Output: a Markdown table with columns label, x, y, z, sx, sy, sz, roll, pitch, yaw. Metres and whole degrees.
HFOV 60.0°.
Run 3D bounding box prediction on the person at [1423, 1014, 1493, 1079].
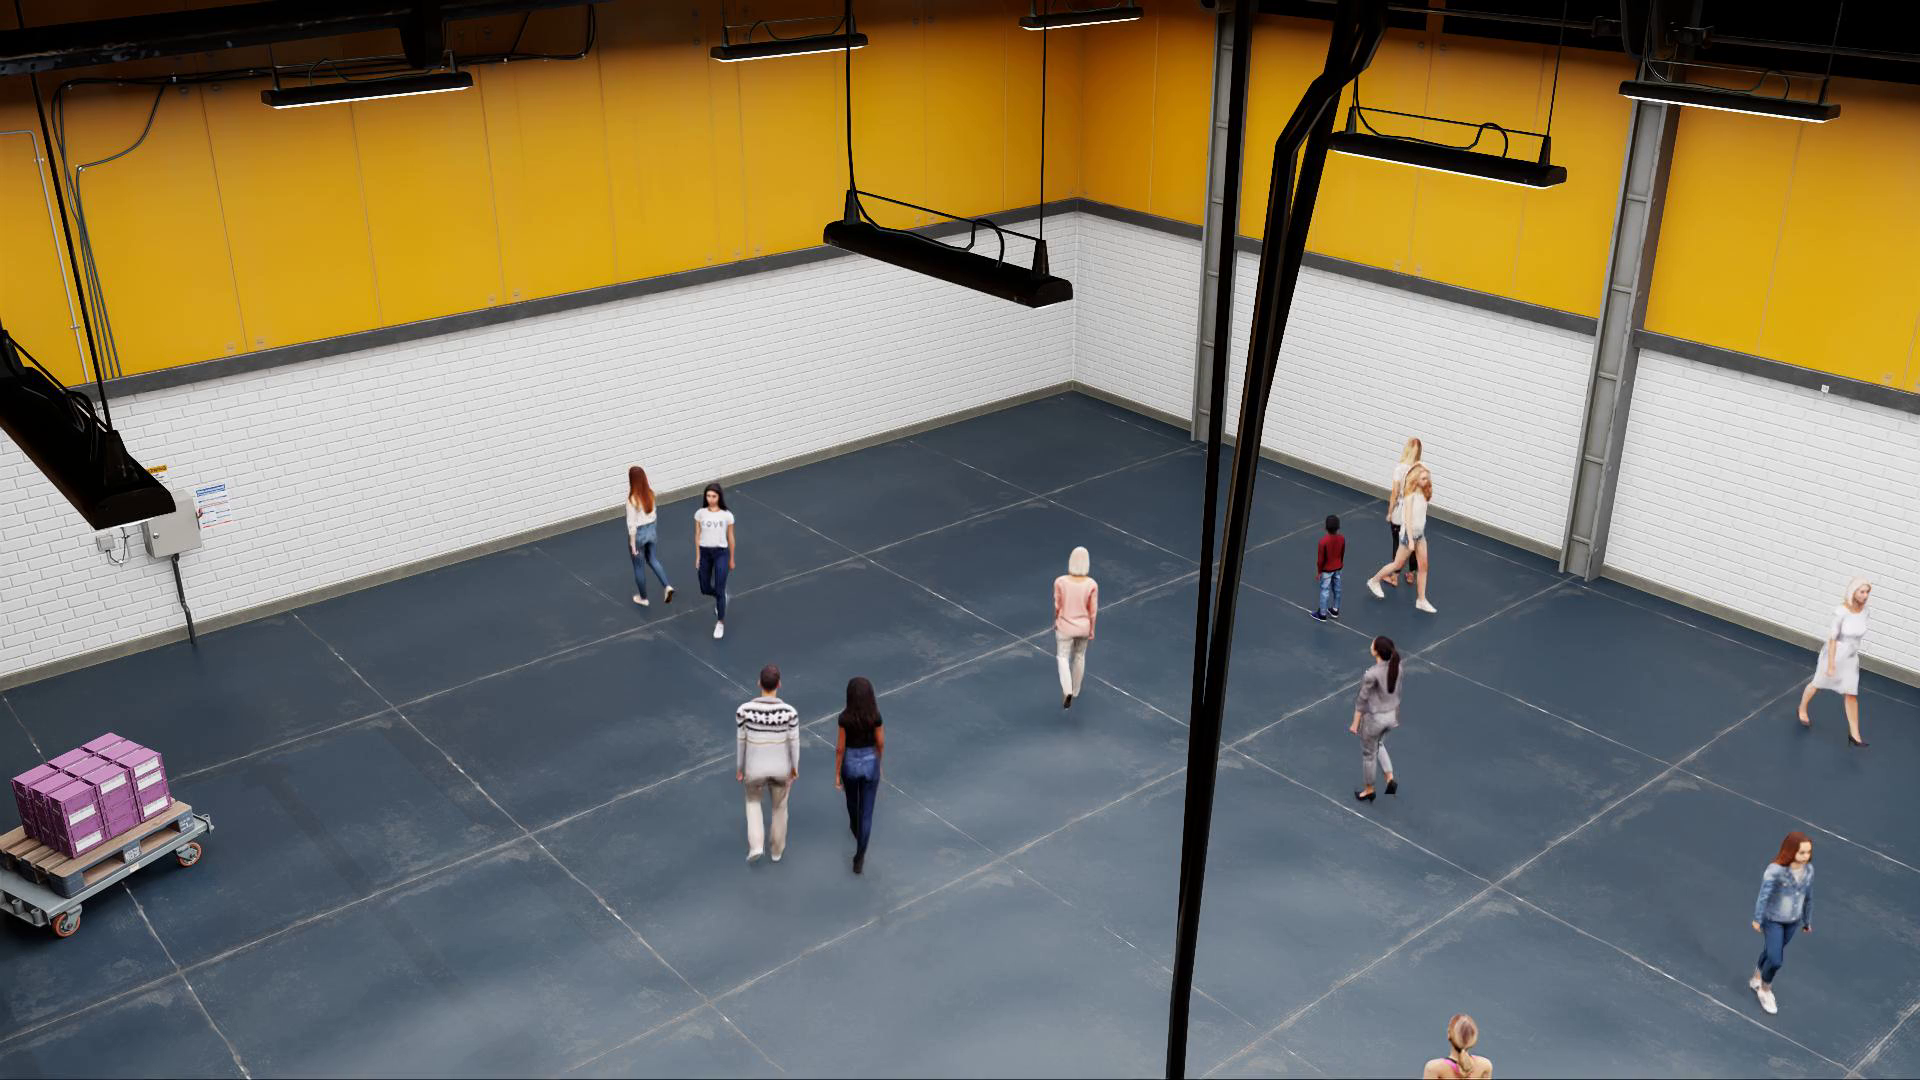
| label | x | y | z | sx | sy | sz | roll | pitch | yaw |
| --- | --- | --- | --- | --- | --- | --- | --- | --- | --- |
| person | 3.023 | 3.677 | 10.276 | 0.683 | 1.788 | 0.693 | -3 | 24 | -8 |

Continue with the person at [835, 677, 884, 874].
| label | x | y | z | sx | sy | sz | roll | pitch | yaw |
| --- | --- | --- | --- | --- | --- | --- | --- | --- | --- |
| person | -0.831 | 2.042 | 14.132 | 0.928 | 1.694 | 1.079 | -3 | 24 | -7 |

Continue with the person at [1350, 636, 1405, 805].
| label | x | y | z | sx | sy | sz | roll | pitch | yaw |
| --- | --- | --- | --- | --- | --- | --- | --- | --- | --- |
| person | 3.822 | 1.677 | 15.001 | 0.648 | 1.668 | 0.685 | -15 | 28 | -31 |

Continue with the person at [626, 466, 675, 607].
| label | x | y | z | sx | sy | sz | roll | pitch | yaw |
| --- | --- | --- | --- | --- | --- | --- | --- | --- | --- |
| person | -3.519 | -0.011 | 18.803 | 0.879 | 1.715 | 0.645 | 20 | 30 | 38 |

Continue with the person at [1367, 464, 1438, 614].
| label | x | y | z | sx | sy | sz | roll | pitch | yaw |
| --- | --- | --- | --- | --- | --- | --- | --- | --- | --- |
| person | 5.015 | -0.036 | 18.851 | 1.104 | 1.723 | 0.637 | 22 | 32 | 40 |

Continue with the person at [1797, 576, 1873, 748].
| label | x | y | z | sx | sy | sz | roll | pitch | yaw |
| --- | --- | --- | --- | --- | --- | --- | --- | --- | --- |
| person | 8.504 | 1.125 | 16.216 | 0.905 | 1.705 | 1.152 | -6 | 24 | -13 |

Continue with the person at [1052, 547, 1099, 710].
| label | x | y | z | sx | sy | sz | roll | pitch | yaw |
| --- | --- | --- | --- | --- | --- | --- | --- | --- | --- |
| person | 1.137 | 0.906 | 16.712 | 0.937 | 1.709 | 1.019 | 1 | 24 | 2 |

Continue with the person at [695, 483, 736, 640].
| label | x | y | z | sx | sy | sz | roll | pitch | yaw |
| --- | --- | --- | --- | --- | --- | --- | --- | --- | --- |
| person | -2.684 | 0.181 | 18.309 | 0.898 | 1.760 | 0.958 | 2 | 24 | 5 |

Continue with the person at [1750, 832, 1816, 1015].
| label | x | y | z | sx | sy | sz | roll | pitch | yaw |
| --- | --- | --- | --- | --- | --- | --- | --- | --- | --- |
| person | 6.181 | 2.825 | 12.621 | 0.694 | 1.470 | 0.729 | -6 | 24 | -14 |

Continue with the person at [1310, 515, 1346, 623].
| label | x | y | z | sx | sy | sz | roll | pitch | yaw |
| --- | --- | --- | --- | --- | --- | --- | --- | --- | --- |
| person | 4.161 | 0.307 | 18.651 | 0.553 | 1.254 | 0.549 | -11 | 26 | -24 |

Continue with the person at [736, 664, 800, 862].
| label | x | y | z | sx | sy | sz | roll | pitch | yaw |
| --- | --- | --- | --- | --- | --- | --- | --- | --- | --- |
| person | -1.631 | 1.972 | 14.117 | 0.872 | 1.835 | 0.918 | -3 | 24 | -6 |

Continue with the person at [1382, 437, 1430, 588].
| label | x | y | z | sx | sy | sz | roll | pitch | yaw |
| --- | --- | --- | --- | --- | --- | --- | --- | --- | --- |
| person | 5.218 | -0.328 | 19.390 | 0.691 | 1.826 | 0.701 | -4 | 24 | -8 |
